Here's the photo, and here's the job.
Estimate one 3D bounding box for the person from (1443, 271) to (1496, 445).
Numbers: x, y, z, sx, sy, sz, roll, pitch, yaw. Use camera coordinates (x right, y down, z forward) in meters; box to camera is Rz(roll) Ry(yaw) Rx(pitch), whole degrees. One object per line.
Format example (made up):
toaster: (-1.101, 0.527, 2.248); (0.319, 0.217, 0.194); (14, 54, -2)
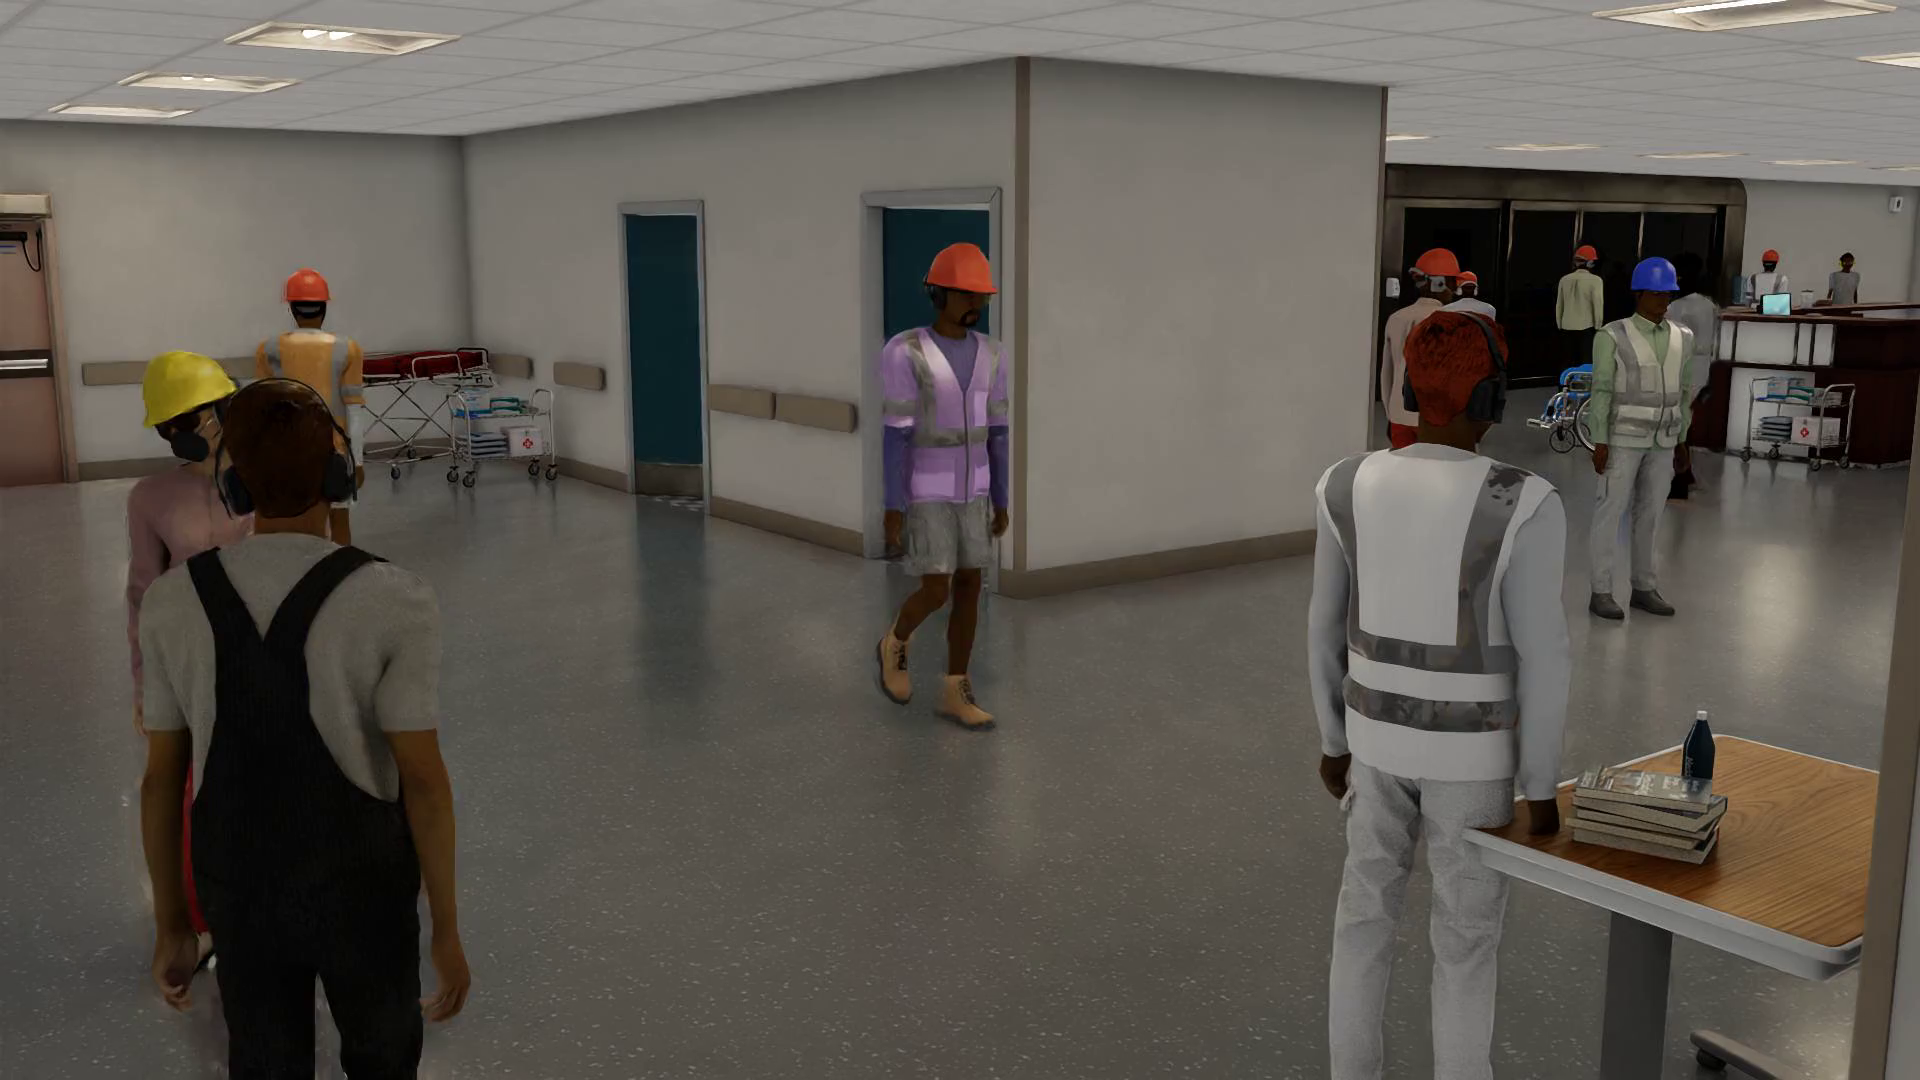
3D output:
person: (5.083, -1.826, 16.742); (0.565, 1.743, 0.355); (2, 10, 13)

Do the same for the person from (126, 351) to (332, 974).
person: (-1.959, 0.365, 4.524); (0.555, 1.733, 0.371); (-2, 10, -8)

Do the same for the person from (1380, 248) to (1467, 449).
person: (2.766, -0.724, 9.879); (0.392, 1.991, 0.612); (-6, 12, -30)

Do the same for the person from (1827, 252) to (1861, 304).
person: (14.540, -3.790, 27.397); (0.521, 1.870, 0.319); (1, 10, 4)

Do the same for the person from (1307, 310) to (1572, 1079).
person: (1.018, 0.457, 3.567); (0.580, 1.883, 0.352); (10, 14, 43)

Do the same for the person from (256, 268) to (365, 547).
person: (-3.427, -0.478, 8.785); (0.559, 1.903, 0.956); (-2, 10, -12)

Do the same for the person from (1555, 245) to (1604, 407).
person: (7.701, -2.649, 20.650); (0.395, 1.993, 0.614); (-8, 13, -36)

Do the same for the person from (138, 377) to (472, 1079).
person: (-1.112, 0.642, 2.764); (0.543, 1.810, 0.803); (-1, 10, -4)

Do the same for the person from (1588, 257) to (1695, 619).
person: (3.685, -0.547, 9.009); (0.605, 1.948, 0.391); (-3, 10, -15)

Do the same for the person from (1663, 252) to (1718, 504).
person: (5.572, -1.255, 12.954); (0.624, 1.948, 0.463); (-10, 14, -43)

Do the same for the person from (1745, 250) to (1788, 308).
person: (11.667, -3.228, 24.092); (0.546, 1.929, 0.387); (8, 13, 39)

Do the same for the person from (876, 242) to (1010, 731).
person: (-0.078, -0.214, 6.929); (0.632, 2.023, 0.563); (-7, 12, -36)
